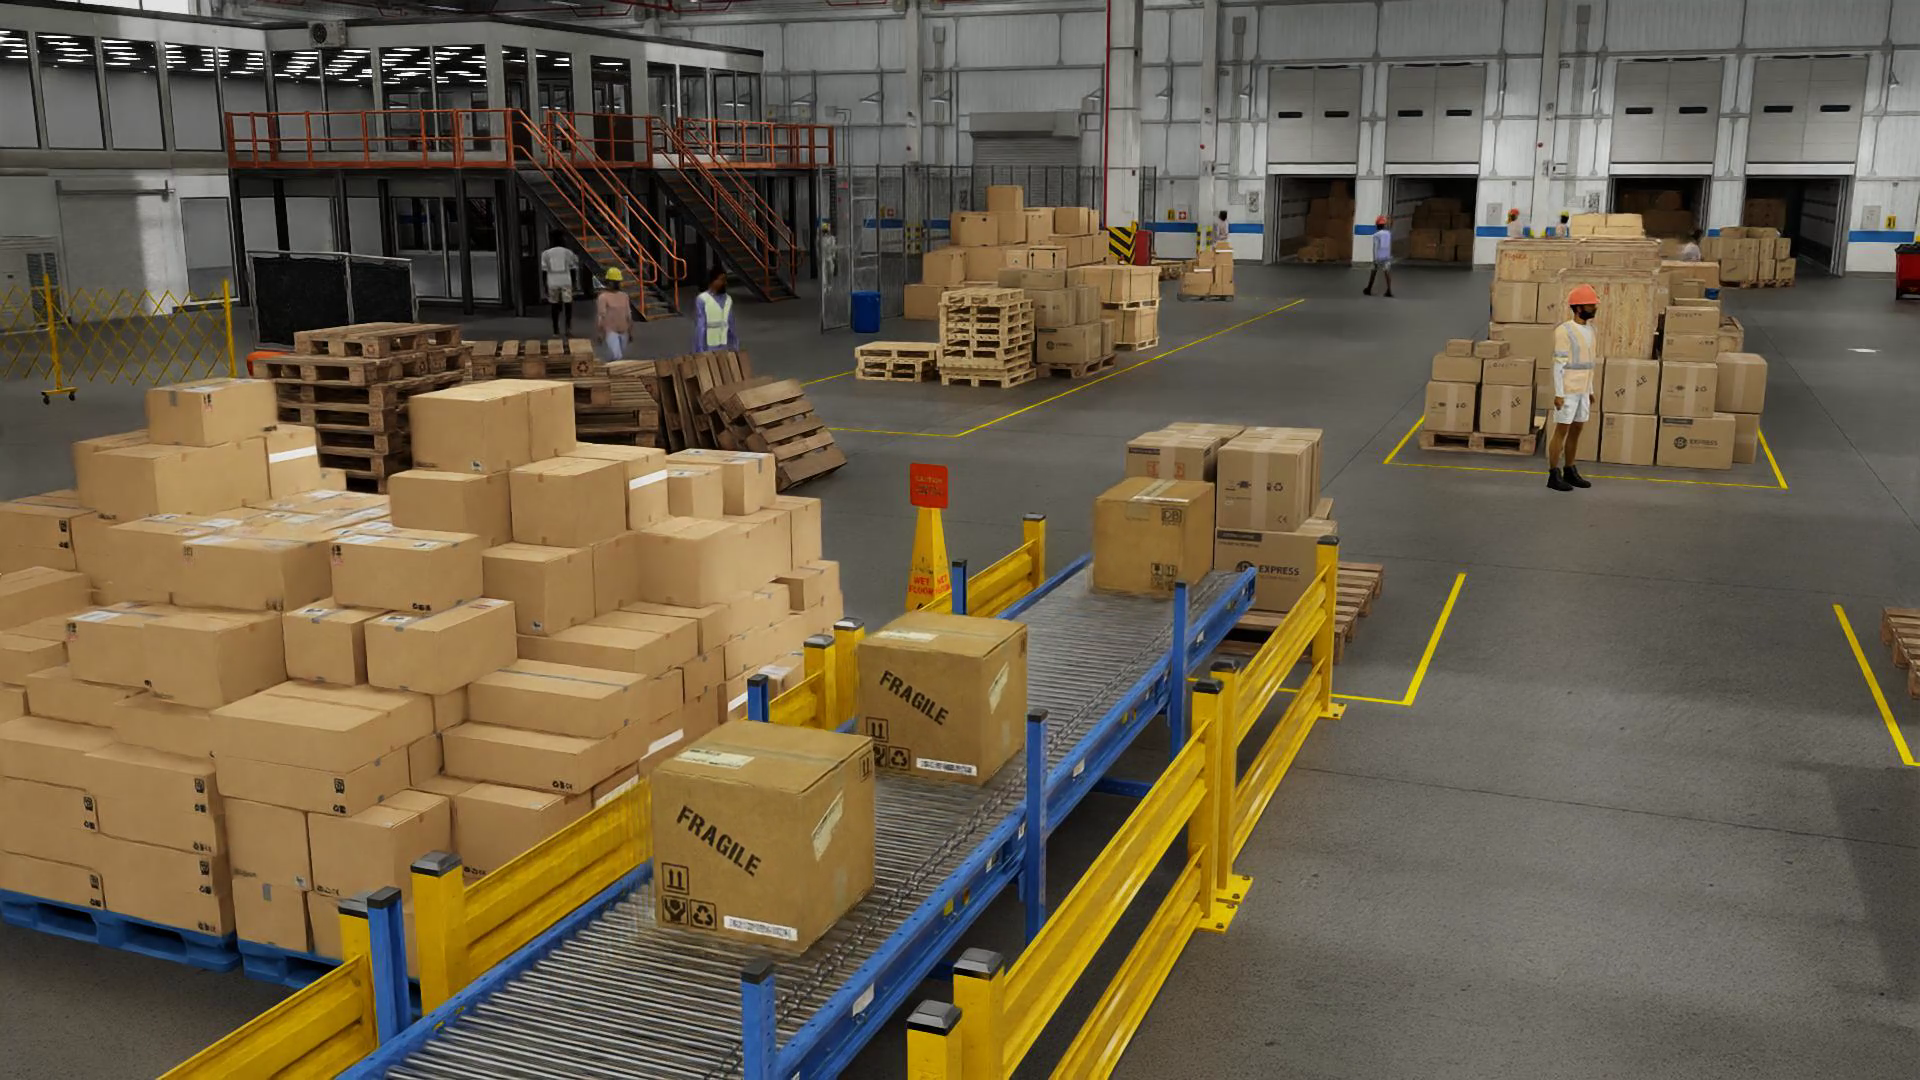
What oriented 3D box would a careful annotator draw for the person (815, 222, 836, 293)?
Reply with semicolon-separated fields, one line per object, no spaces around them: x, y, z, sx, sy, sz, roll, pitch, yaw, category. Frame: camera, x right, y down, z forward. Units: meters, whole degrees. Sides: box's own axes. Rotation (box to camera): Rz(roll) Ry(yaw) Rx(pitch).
-3.319;-6.956;40.969;0.502;1.728;0.532;-2;13;-7;person

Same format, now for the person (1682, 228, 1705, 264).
13.919;-5.021;31.900;0.755;1.916;0.636;7;14;29;person

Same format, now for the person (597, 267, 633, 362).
-4.654;-2.792;22.294;0.779;1.742;0.527;10;16;38;person

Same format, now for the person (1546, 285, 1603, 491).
5.834;-1.430;15.751;0.556;1.938;0.376;-9;15;-34;person

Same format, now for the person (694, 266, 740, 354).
-2.817;-2.259;19.543;0.666;1.893;0.619;7;14;28;person

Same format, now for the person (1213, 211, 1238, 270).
7.823;-8.913;49.641;0.643;1.787;0.975;-11;16;-39;person

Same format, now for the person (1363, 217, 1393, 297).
10.086;-6.768;39.818;0.562;1.885;1.013;-4;13;-15;person

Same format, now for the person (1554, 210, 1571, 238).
16.787;-8.313;46.706;0.713;1.896;0.586;6;14;27;person

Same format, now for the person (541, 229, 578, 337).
-7.255;-4.648;30.147;0.635;1.944;0.663;-2;13;-9;person

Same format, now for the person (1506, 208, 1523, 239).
15.163;-8.062;45.389;0.710;1.980;0.630;-4;13;-17;person
